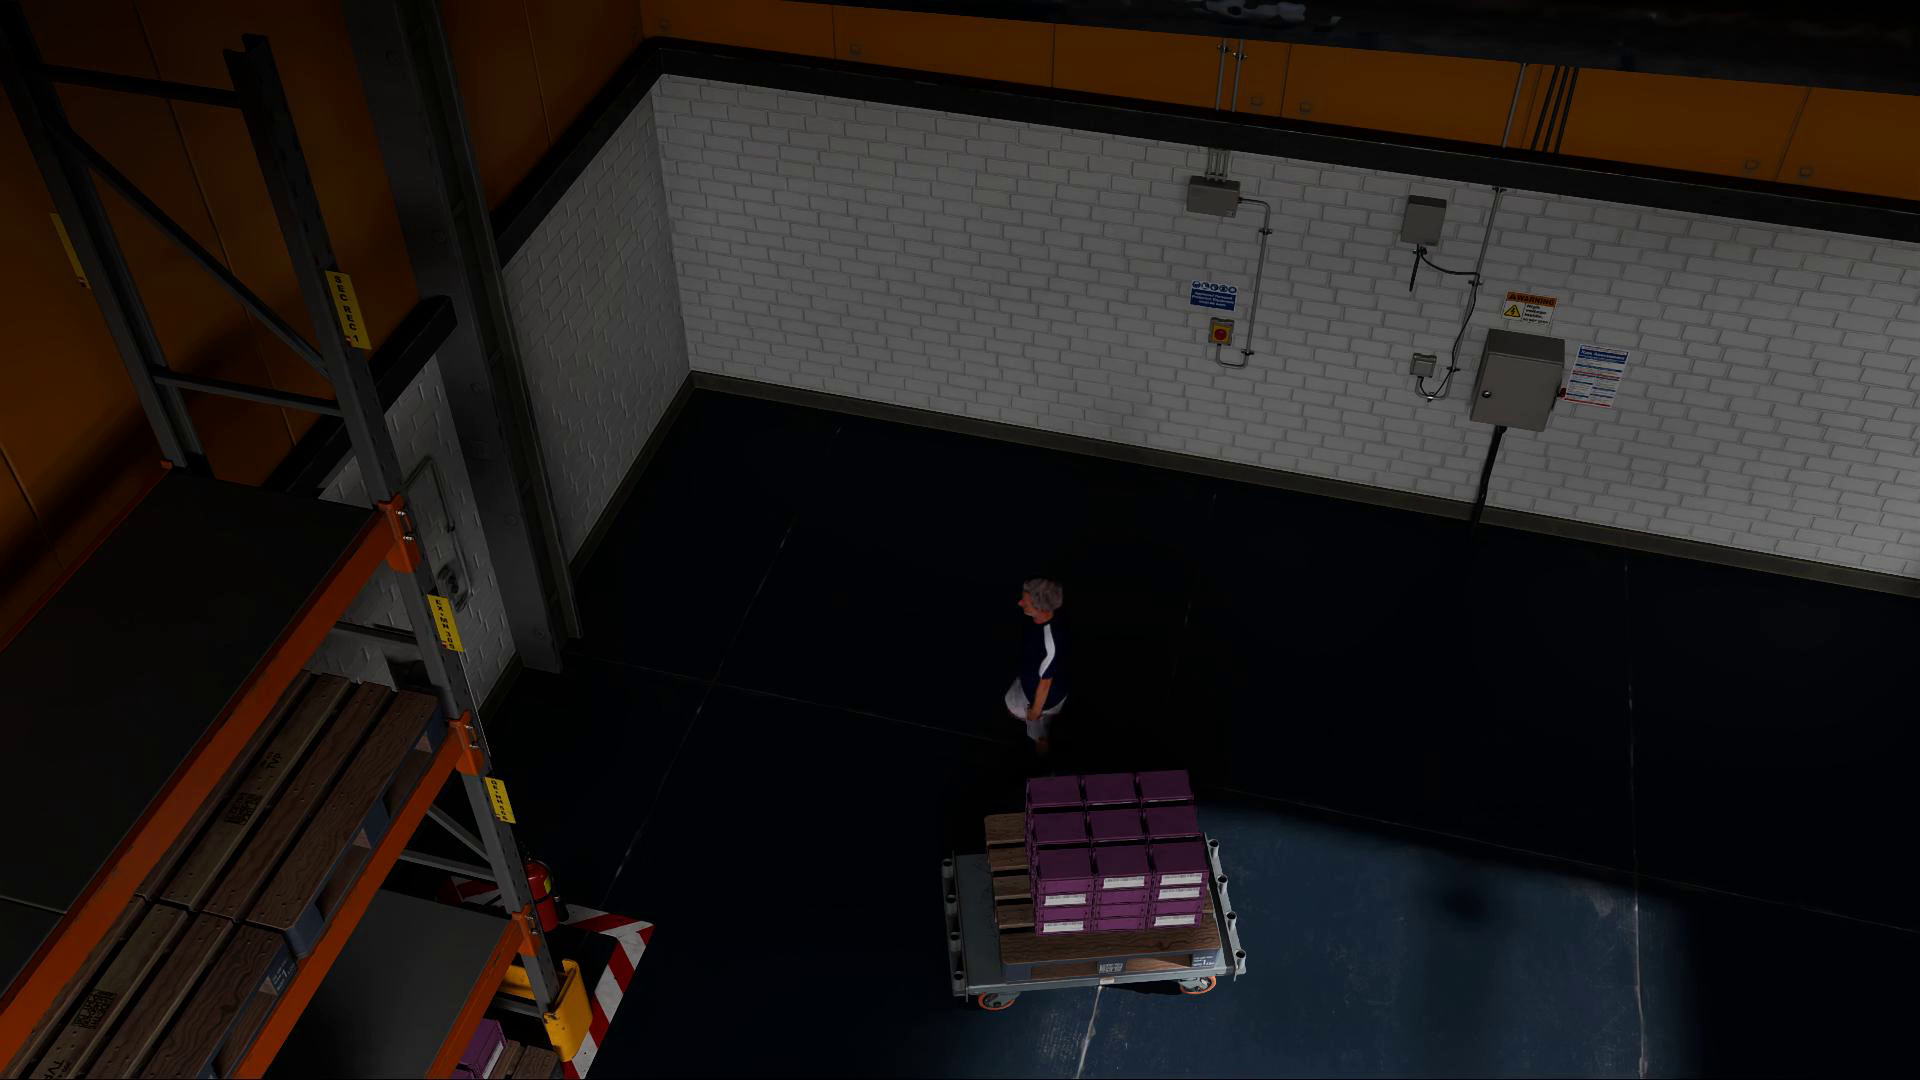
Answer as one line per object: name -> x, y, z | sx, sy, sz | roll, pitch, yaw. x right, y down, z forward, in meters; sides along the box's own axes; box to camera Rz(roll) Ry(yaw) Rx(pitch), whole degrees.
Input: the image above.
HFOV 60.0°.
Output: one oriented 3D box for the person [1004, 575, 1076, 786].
person -> 0.580, 0.869, 10.036 | 0.813, 1.821, 0.744 | -4, 44, -4
